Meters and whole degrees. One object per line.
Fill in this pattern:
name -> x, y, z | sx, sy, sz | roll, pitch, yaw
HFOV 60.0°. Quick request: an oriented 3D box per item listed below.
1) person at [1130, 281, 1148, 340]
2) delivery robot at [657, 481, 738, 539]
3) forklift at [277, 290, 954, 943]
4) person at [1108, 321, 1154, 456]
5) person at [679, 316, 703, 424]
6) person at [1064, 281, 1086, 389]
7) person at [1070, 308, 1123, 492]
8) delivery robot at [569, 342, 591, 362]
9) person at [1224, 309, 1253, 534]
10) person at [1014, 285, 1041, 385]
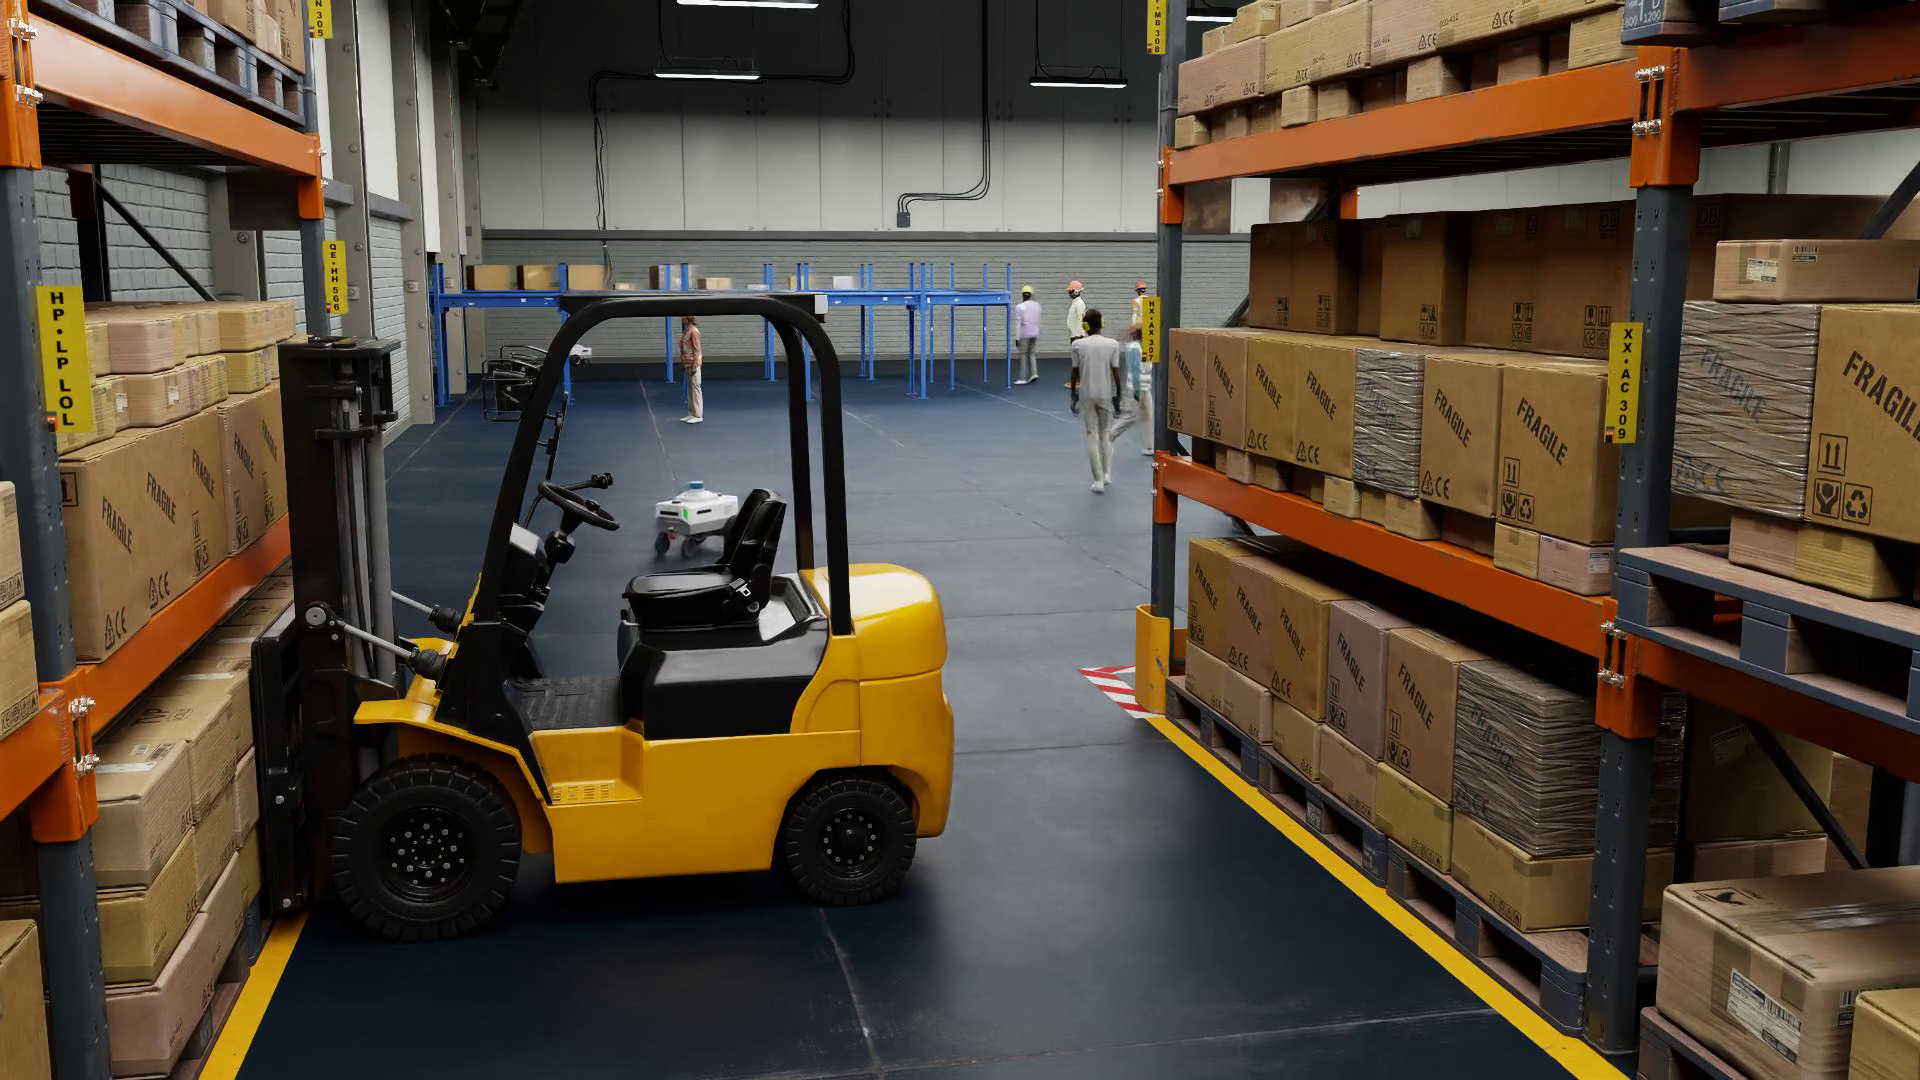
person -> 4.033, -4.774, 36.981 | 0.543, 1.931, 0.371 | -4, 10, -24
delivery robot -> -2.093, -0.224, 13.258 | 0.477, 0.478, 0.707 | 5, 10, 30
forklift -> -1.179, 0.175, 6.143 | 2.313, 2.155, 1.214 | -2, 10, -12
person -> 2.084, -1.804, 19.803 | 0.692, 1.615, 0.522 | 4, 10, 22
person -> -3.891, -2.513, 24.080 | 0.311, 1.642, 0.513 | -4, 10, -23
person -> 2.162, -3.835, 31.055 | 0.378, 1.996, 0.611 | -1, 9, -5
person -> 1.374, -1.428, 16.894 | 0.522, 1.827, 0.811 | 0, 9, -3
delivery robot -> -8.815, -4.315, 38.208 | 0.477, 0.478, 0.707 | 6, 11, 32
person -> 2.411, -1.055, 14.404 | 0.638, 1.914, 0.854 | -2, 10, -11
person -> 1.304, -3.945, 32.026 | 0.597, 1.893, 0.475 | -5, 11, -29
